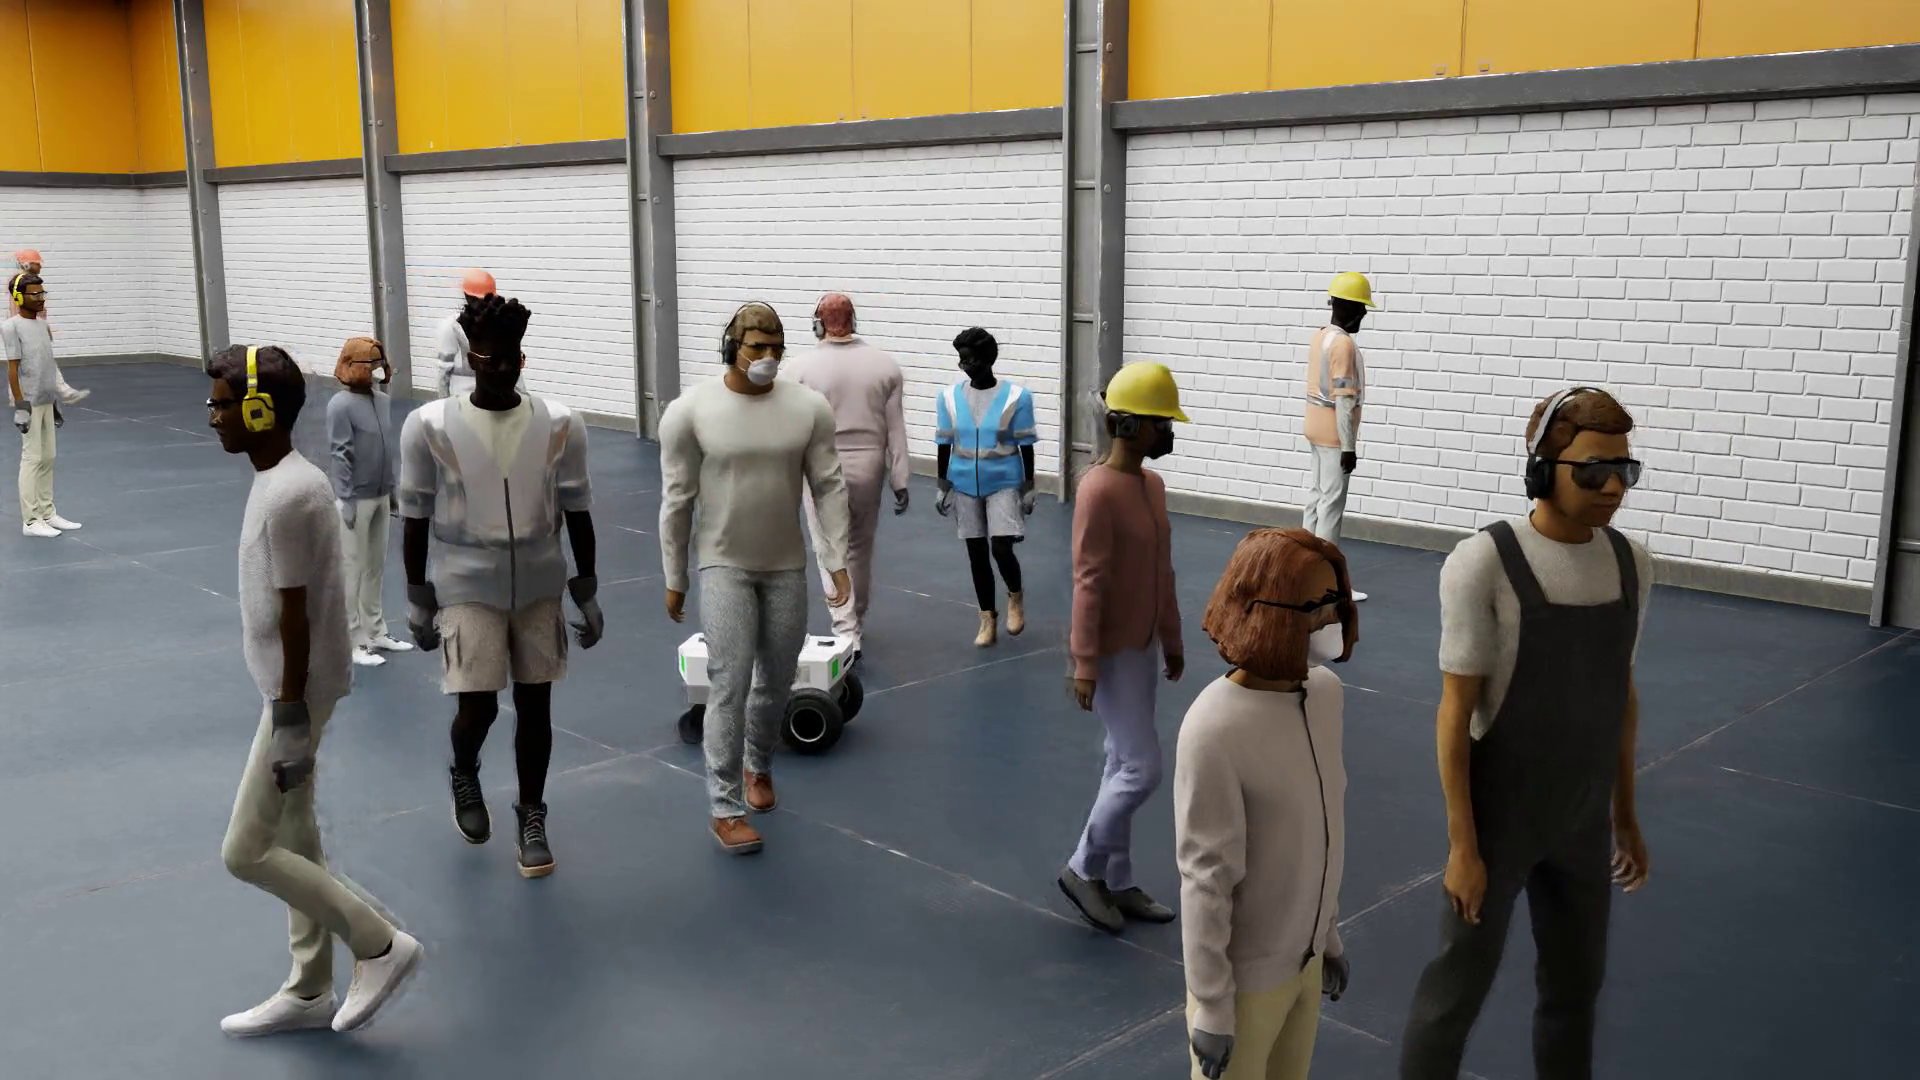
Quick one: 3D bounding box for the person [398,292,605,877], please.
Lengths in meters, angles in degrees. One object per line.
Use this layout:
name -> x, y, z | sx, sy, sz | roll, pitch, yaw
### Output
person -> -1.521, 0.156, 5.535 | 0.632, 1.951, 0.500 | -6, 12, -28

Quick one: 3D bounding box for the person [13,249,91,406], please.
person -> -11.438, -2.643, 20.784 | 0.962, 1.950, 0.647 | -4, 11, -19

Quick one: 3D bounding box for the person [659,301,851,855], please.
person -> -0.750, 0.104, 5.958 | 0.640, 1.915, 0.667 | -5, 12, -25

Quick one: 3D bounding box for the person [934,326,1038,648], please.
person -> 0.129, -0.261, 8.583 | 0.534, 1.675, 0.369 | 3, 11, 18

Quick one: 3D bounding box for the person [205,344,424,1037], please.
person -> -1.751, 0.419, 4.353 | 0.420, 1.856, 0.564 | -4, 11, -19

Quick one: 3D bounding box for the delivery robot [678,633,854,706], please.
delivery robot -> -0.821, 0.531, 7.050 | 0.707, 0.478, 0.477 | 1, 10, 8

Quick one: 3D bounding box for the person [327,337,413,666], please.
person -> -2.971, -0.202, 8.356 | 0.286, 1.633, 0.500 | 2, 11, 11

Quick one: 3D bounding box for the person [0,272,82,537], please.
person -> -6.570, -0.960, 11.859 | 0.317, 1.865, 0.531 | 0, 10, -2

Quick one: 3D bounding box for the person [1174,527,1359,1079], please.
person -> 0.555, 0.780, 3.004 | 0.280, 1.633, 0.503 | 8, 13, 37

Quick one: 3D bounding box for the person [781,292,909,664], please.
person -> -0.592, -0.317, 8.405 | 0.658, 1.863, 0.977 | -4, 11, -18

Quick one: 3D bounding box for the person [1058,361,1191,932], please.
person -> 0.523, 0.334, 5.073 | 0.353, 1.752, 0.554 | 5, 12, 27

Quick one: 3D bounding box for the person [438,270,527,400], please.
person -> -3.566, -1.051, 12.347 | 0.934, 1.879, 0.580 | 8, 13, 38

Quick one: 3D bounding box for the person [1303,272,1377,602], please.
person -> 2.218, -0.605, 9.779 | 0.381, 1.919, 0.584 | -1, 10, -3

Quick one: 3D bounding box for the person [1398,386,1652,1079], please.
person -> 1.226, 0.587, 3.517 | 0.516, 1.844, 0.353 | -4, 11, -21
